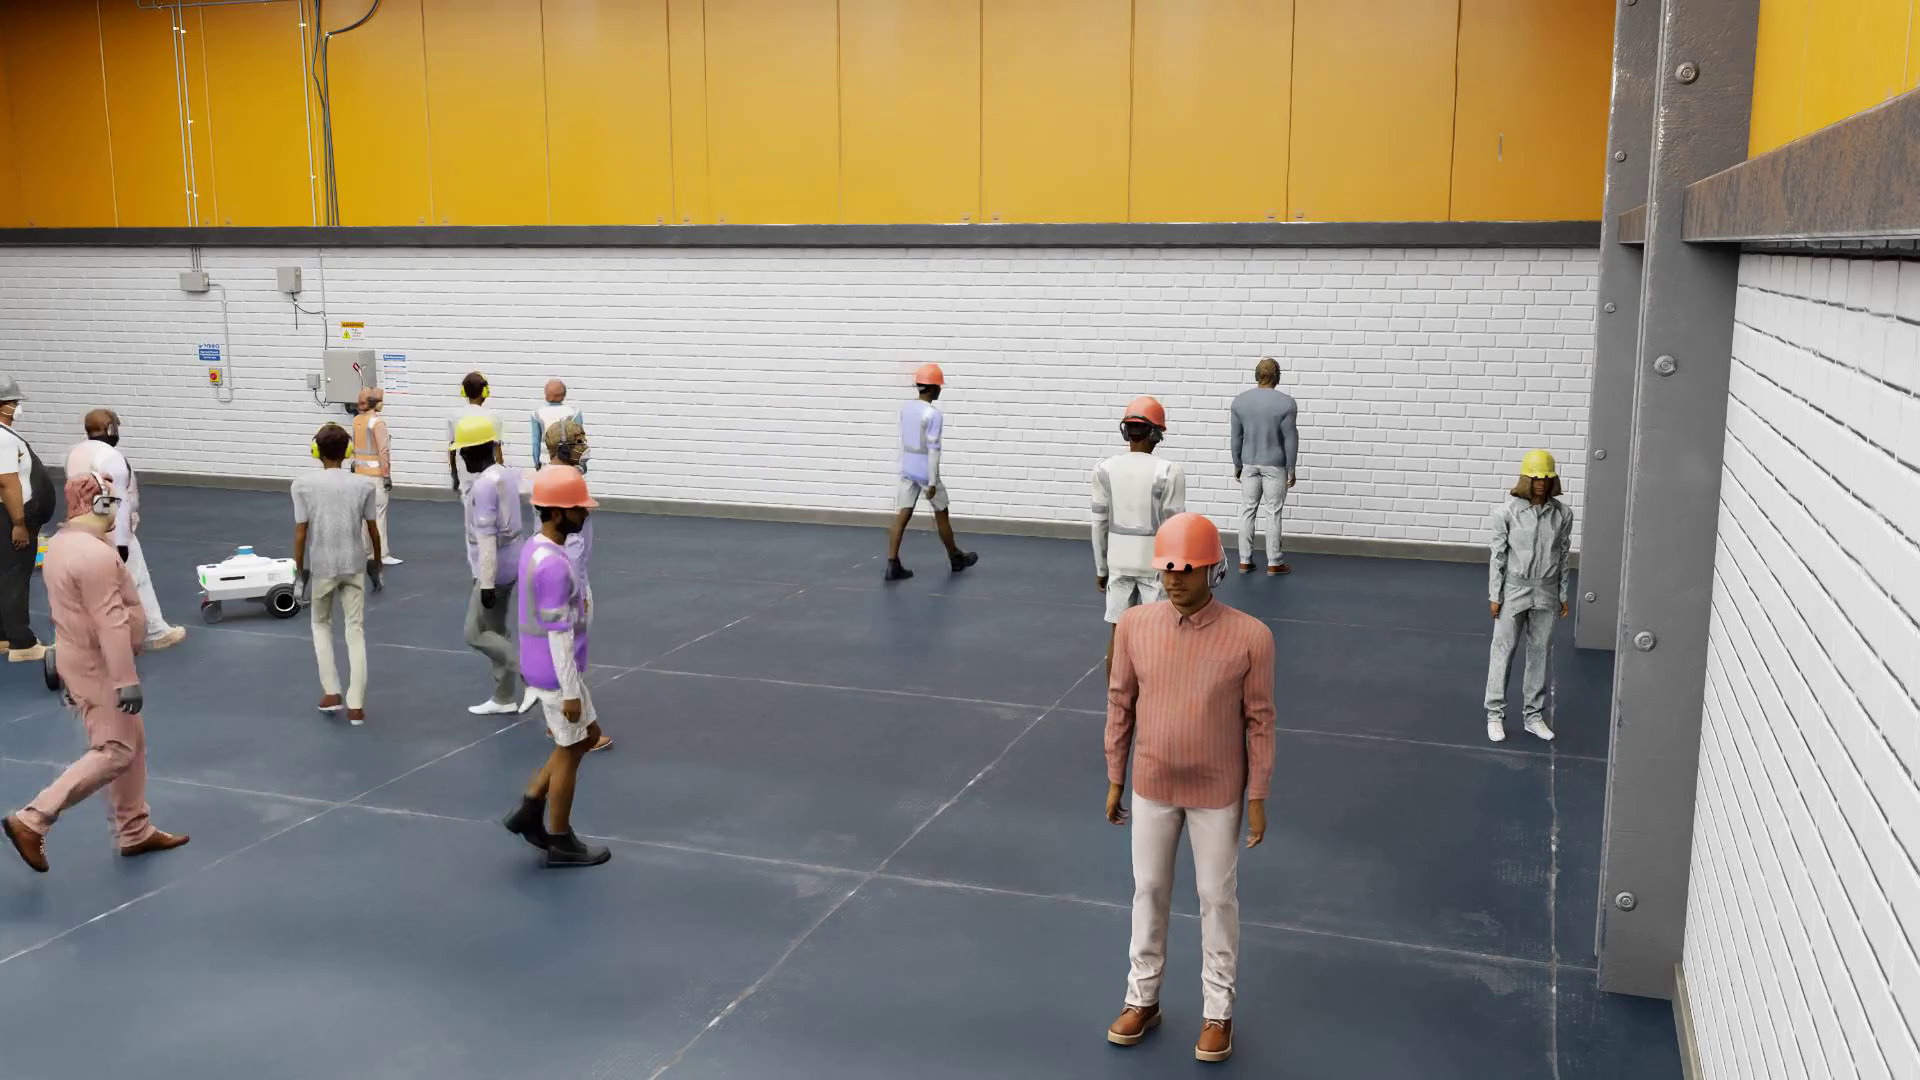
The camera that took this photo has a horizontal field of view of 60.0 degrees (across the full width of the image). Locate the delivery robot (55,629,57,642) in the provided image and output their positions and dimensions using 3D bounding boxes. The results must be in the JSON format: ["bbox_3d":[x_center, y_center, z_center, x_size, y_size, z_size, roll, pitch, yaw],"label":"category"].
[{"bbox_3d":[-5.901,0.626,11.215,0.477,0.478,0.707,-5,11,-27],"label":"delivery robot"}]

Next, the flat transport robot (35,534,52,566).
[{"bbox_3d":[-8.607,0.159,14.905,0.652,0.197,1.431,3,11,19],"label":"flat transport robot"}]

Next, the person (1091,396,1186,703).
[{"bbox_3d":[1.082,0.160,9.935,0.605,2.036,0.383,5,11,28],"label":"person"}]

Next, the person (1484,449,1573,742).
[{"bbox_3d":[3.363,0.330,9.801,0.492,1.741,0.319,-1,10,-5],"label":"person"}]

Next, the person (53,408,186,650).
[{"bbox_3d":[-6.045,-0.036,11.754,0.644,1.791,0.977,6,12,30],"label":"person"}]

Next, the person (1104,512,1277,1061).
[{"bbox_3d":[0.809,0.882,5.984,0.622,1.991,0.394,4,11,24],"label":"person"}]

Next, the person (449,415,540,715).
[{"bbox_3d":[-2.837,0.175,10.210,0.500,1.903,0.609,0,10,-2],"label":"person"}]

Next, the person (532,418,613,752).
[{"bbox_3d":[-2.269,0.261,9.635,0.365,1.939,0.636,-5,11,-24],"label":"person"}]

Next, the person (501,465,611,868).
[{"bbox_3d":[-1.866,0.603,7.764,0.428,1.918,0.562,-3,11,-18],"label":"person"}]

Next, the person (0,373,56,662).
[{"bbox_3d":[-6.706,-0.173,11.796,0.538,2.000,0.689,-10,14,-44],"label":"person"}]

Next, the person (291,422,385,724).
[{"bbox_3d":[-3.853,0.190,10.287,0.550,1.846,0.653,-5,11,-27],"label":"person"}]

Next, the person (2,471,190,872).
[{"bbox_3d":[-4.106,0.621,7.793,0.707,1.879,0.671,-7,12,-36],"label":"person"}]

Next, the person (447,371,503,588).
[{"bbox_3d":[-4.136,-0.525,14.319,0.531,1.853,0.595,0,10,1],"label":"person"}]

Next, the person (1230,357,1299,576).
[{"bbox_3d":[2.700,-0.647,14.754,0.630,1.940,0.370,6,12,32],"label":"person"}]

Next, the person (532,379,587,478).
[{"bbox_3d":[-3.912,-0.757,16.220,0.541,1.624,0.420,0,10,2],"label":"person"}]

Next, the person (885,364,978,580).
[{"bbox_3d":[-0.293,-0.603,14.656,0.986,1.885,0.568,-9,14,-42],"label":"person"}]

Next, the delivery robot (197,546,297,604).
[{"bbox_3d":[-5.611,0.292,13.096,0.707,0.478,0.477,-5,11,-28],"label":"delivery robot"}]

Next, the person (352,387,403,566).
[{"bbox_3d":[-5.373,-0.583,15.238,0.518,1.636,0.312,9,14,42],"label":"person"}]
